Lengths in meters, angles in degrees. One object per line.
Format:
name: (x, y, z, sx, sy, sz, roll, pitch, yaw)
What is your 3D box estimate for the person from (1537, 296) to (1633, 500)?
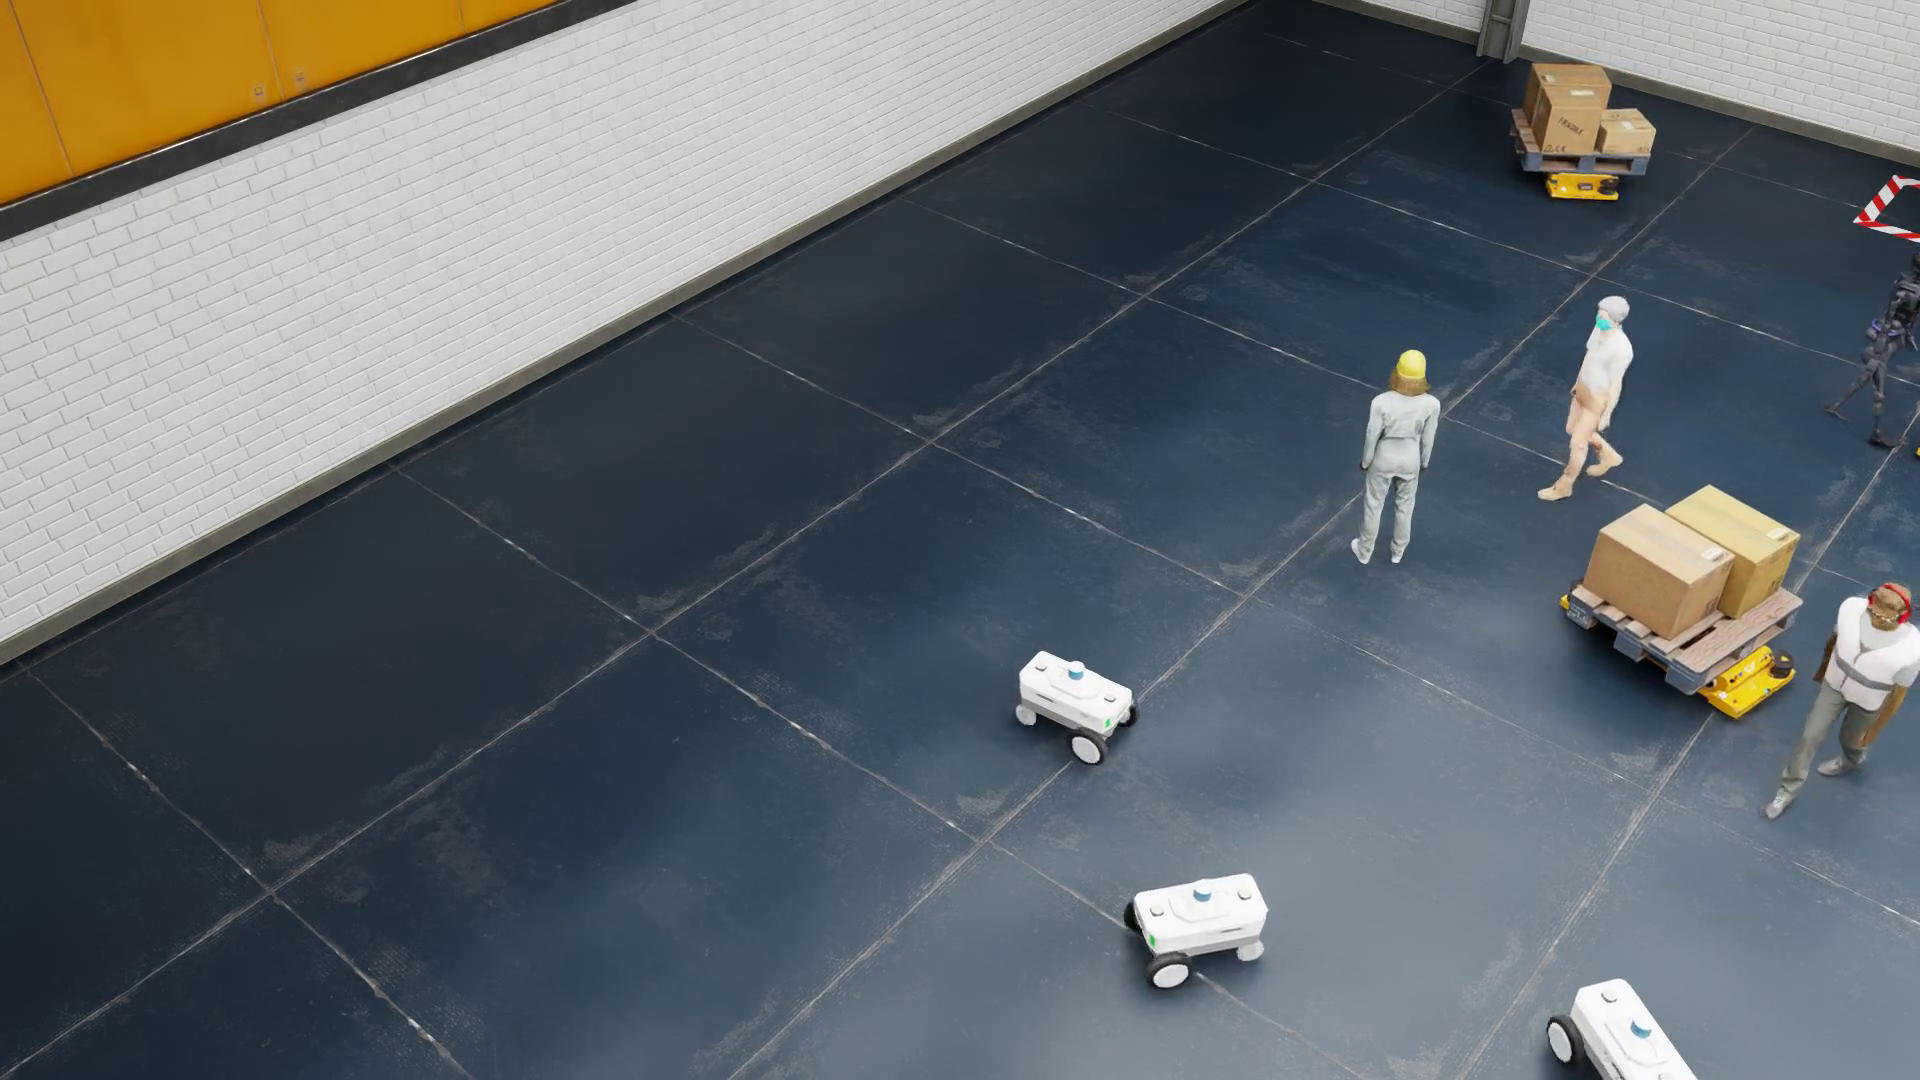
person: (4.805, -1.081, 12.471, 0.604, 1.725, 0.509, -5, 39, -6)

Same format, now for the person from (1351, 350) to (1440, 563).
person: (3.092, -0.586, 11.839, 0.491, 1.740, 0.321, 1, 39, 1)

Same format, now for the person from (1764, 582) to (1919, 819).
person: (5.396, 0.895, 9.970, 0.829, 1.797, 0.563, -25, 45, -28)

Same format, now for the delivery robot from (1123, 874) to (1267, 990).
delivery robot: (1.325, 2.154, 9.387, 0.779, 0.597, 0.499, -8, 40, -10)

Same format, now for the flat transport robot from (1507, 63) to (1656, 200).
flat transport robot: (6.303, -3.911, 17.141, 0.659, 0.231, 1.431, 3, 39, 4)

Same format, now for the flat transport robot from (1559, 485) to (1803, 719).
flat transport robot: (4.946, 0.641, 11.491, 0.659, 0.231, 1.431, -25, 45, -27)

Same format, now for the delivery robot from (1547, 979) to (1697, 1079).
delivery robot: (3.499, 2.687, 8.739, 0.499, 0.613, 0.797, -10, 40, -12)

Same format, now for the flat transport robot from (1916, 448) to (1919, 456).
flat transport robot: (8.260, -0.462, 12.860, 0.659, 0.231, 1.431, -20, 43, -23)

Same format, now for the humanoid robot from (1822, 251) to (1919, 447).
humanoid robot: (7.378, -1.545, 13.098, 0.589, 1.636, 0.689, -27, 46, -30)

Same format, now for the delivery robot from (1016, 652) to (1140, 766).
delivery robot: (0.762, 1.053, 10.766, 0.807, 0.613, 0.499, 23, 44, 26)
